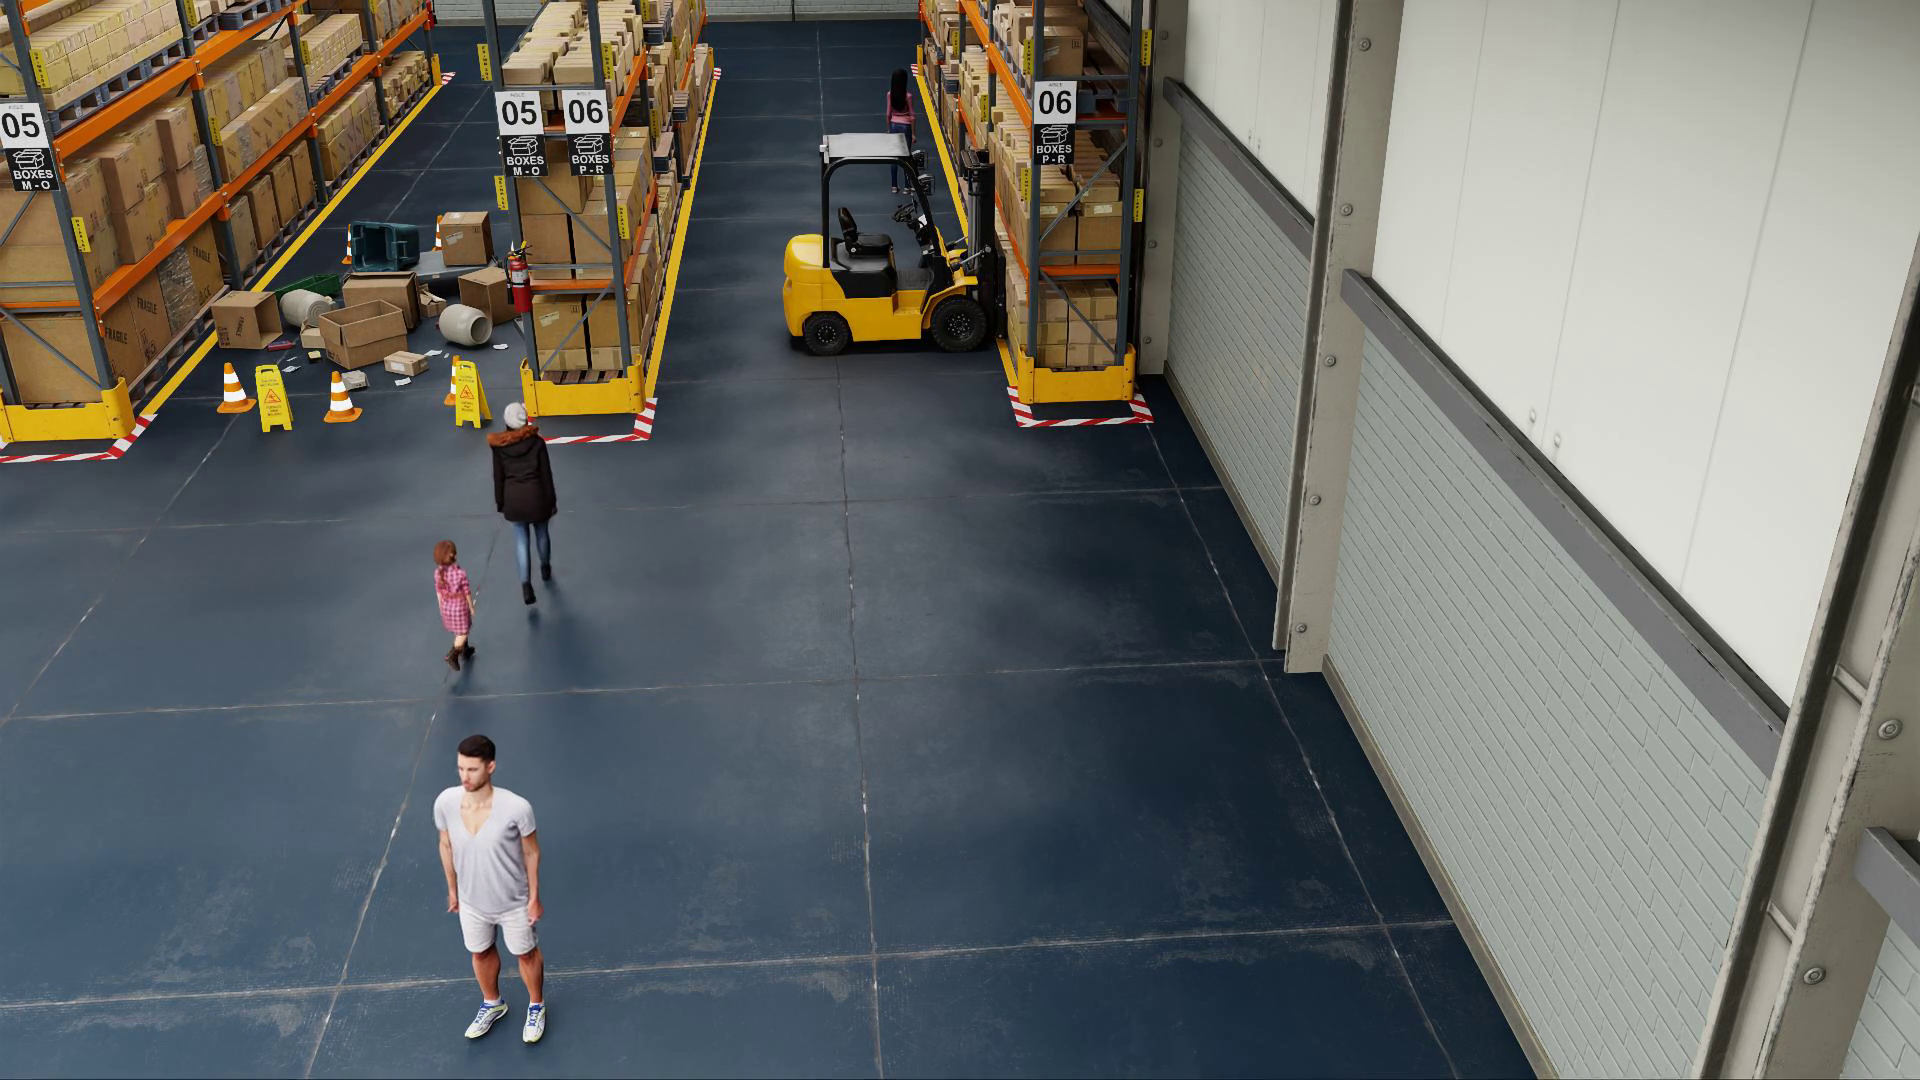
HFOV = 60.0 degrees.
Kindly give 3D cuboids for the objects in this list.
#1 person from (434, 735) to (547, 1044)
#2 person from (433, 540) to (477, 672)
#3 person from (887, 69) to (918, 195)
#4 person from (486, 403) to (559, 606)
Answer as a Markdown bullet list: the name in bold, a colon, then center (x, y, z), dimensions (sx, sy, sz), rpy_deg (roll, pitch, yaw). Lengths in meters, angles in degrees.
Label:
- **person**: center (-2.417, 1.805, 8.657), dimensions (0.725, 1.855, 0.654), rpy_deg (4, 27, 7)
- **person**: center (-3.695, 0.488, 12.132), dimensions (0.531, 1.015, 0.683), rpy_deg (6, 28, 11)
- **person**: center (-0.845, -5.789, 23.528), dimensions (0.653, 1.742, 0.638), rpy_deg (9, 29, 17)
- **person**: center (-3.383, -0.265, 12.952), dimensions (0.697, 1.604, 1.060), rpy_deg (-5, 28, -10)
